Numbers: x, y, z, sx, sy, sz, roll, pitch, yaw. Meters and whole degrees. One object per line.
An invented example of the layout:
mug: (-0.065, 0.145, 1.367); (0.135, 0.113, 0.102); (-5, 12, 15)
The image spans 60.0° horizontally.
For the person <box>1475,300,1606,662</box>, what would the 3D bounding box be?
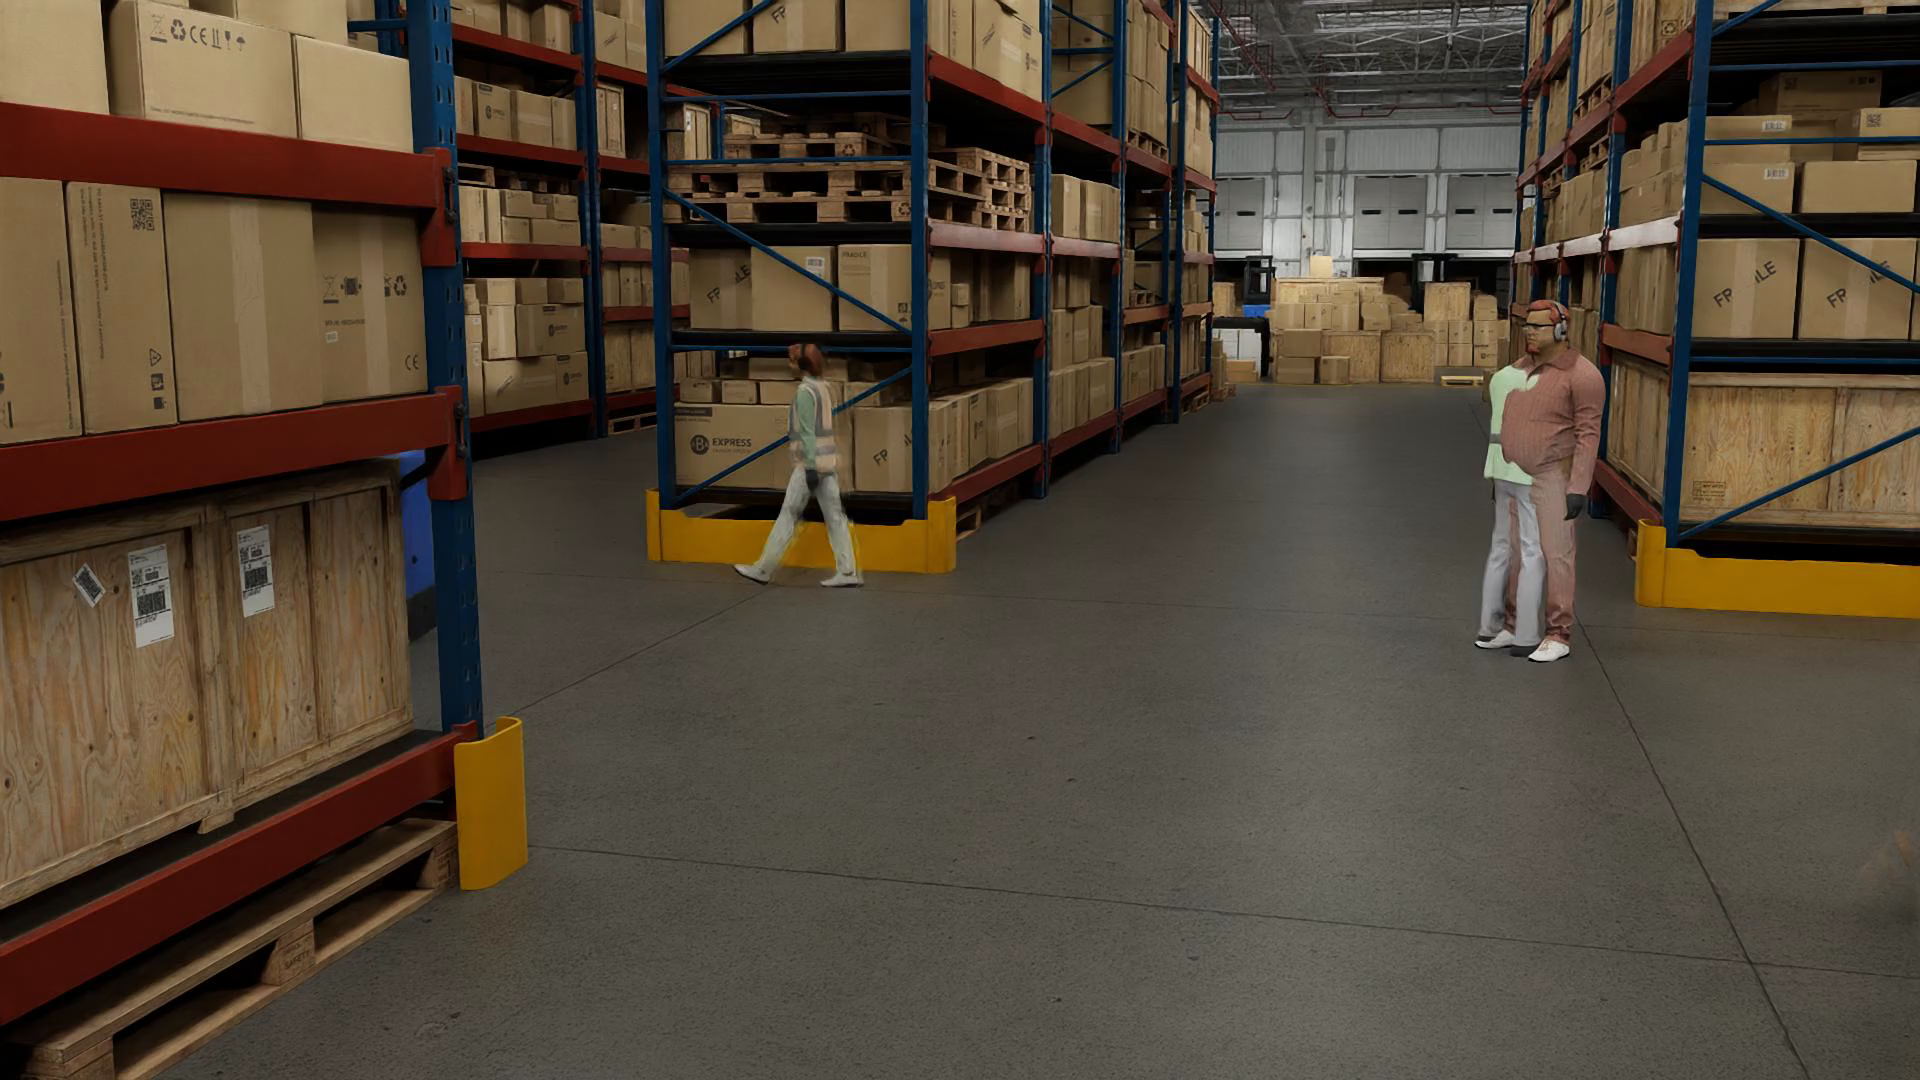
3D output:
person: (3.071, -0.313, 8.843); (0.406, 1.911, 0.639); (-4, 10, -26)

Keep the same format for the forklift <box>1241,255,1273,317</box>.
forklift: (10.551, -8.662, 58.805); (1.129, 2.768, 1.873); (2, 9, 15)

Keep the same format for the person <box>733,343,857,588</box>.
person: (-1.056, -0.477, 10.832); (0.843, 1.592, 0.546); (2, 9, 10)

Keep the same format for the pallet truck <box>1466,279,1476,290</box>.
pallet truck: (18.896, -8.459, 60.307); (1.885, 1.965, 0.823); (5, 10, 31)

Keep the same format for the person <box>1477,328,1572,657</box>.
person: (3.035, -0.287, 8.919); (0.396, 1.836, 0.565); (-5, 10, -27)

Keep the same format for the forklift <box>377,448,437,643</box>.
forklift: (-3.875, -0.793, 8.811); (1.873, 2.768, 1.129); (0, 9, 2)

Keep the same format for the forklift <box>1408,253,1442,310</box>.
forklift: (15.027, -7.866, 53.745); (1.129, 2.768, 1.873); (-2, 9, -13)
